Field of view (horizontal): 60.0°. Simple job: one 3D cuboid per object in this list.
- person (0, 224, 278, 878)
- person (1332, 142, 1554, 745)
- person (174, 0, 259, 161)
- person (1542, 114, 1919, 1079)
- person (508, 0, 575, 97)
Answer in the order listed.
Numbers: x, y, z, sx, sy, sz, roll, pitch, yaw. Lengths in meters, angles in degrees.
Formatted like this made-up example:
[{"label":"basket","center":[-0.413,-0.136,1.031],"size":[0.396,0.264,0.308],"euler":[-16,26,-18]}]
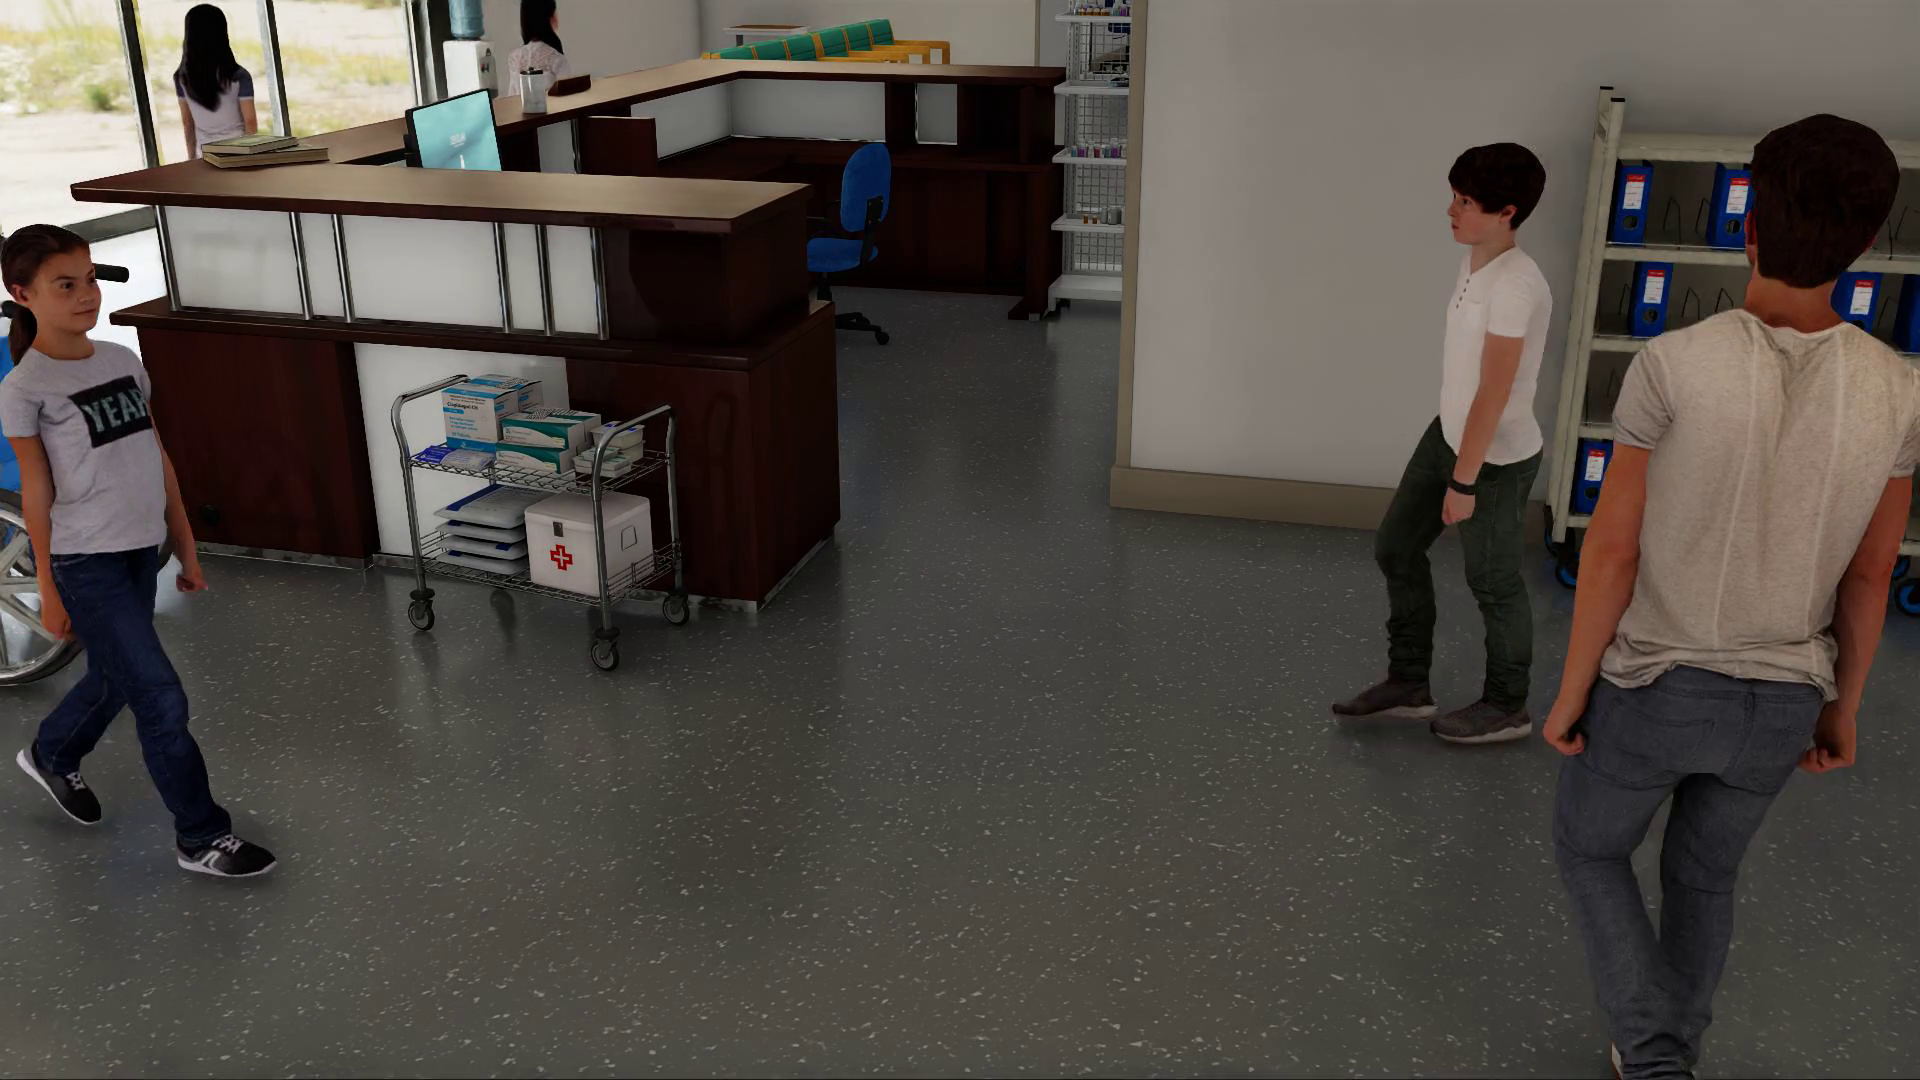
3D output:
[{"label":"person","center":[-2.039,0.047,3.874],"size":[1.040,1.530,0.583],"euler":[7,22,17]},{"label":"person","center":[1.452,-0.212,4.406],"size":[0.858,1.636,0.733],"euler":[-2,21,-4]},{"label":"person","center":[-4.178,-2.125,9.386],"size":[0.980,1.686,0.802],"euler":[1,21,1]},{"label":"person","center":[1.255,0.284,2.751],"size":[0.871,1.881,0.825],"euler":[2,21,4]},{"label":"person","center":[-2.339,-2.198,9.490],"size":[0.524,1.750,0.707],"euler":[10,23,26]}]
